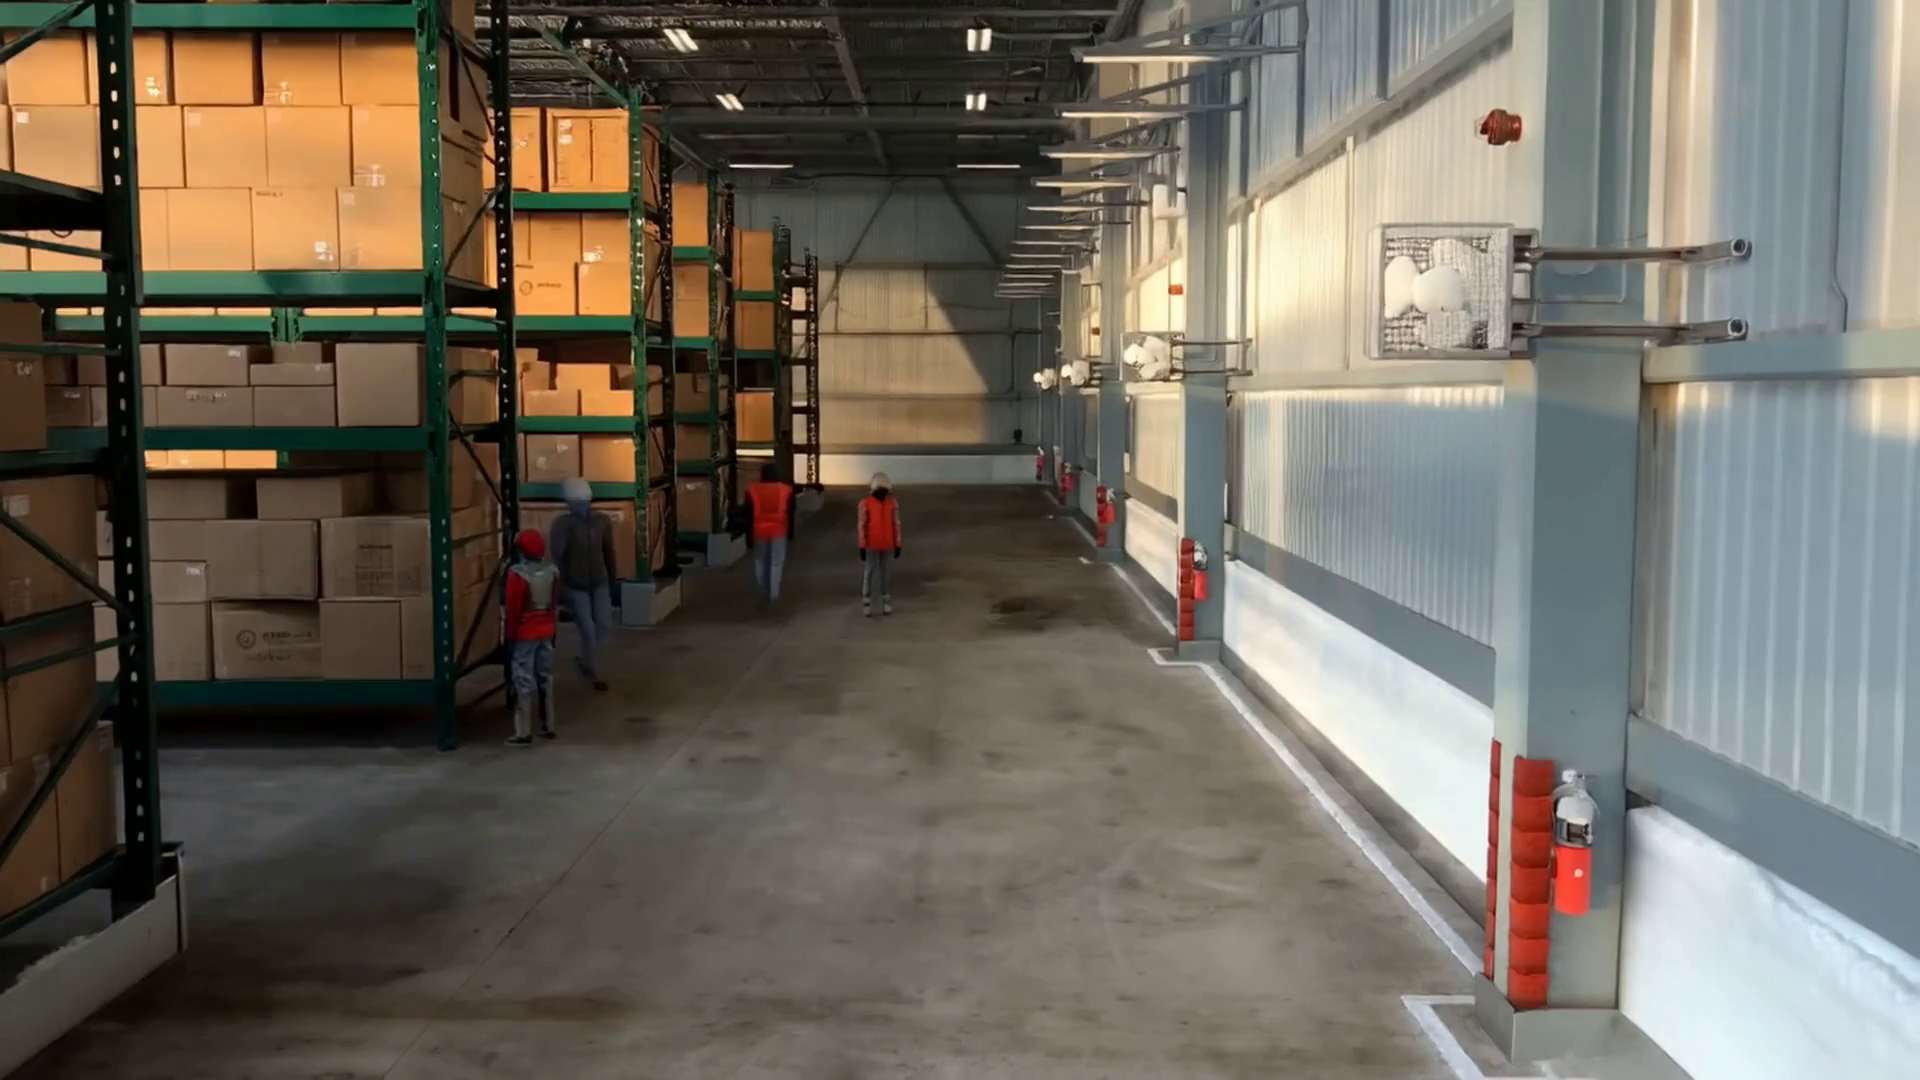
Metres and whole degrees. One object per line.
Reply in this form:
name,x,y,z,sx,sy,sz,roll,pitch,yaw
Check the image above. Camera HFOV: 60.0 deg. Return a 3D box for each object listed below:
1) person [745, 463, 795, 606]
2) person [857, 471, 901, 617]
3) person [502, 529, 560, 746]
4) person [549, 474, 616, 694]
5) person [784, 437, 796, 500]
person,-2.408,-0.077,21.078,0.618,1.796,0.967,0,5,-3
person,-0.952,0.050,19.859,0.566,1.744,0.350,-3,6,-32
person,-3.228,0.733,12.581,0.312,1.632,0.525,3,6,32
person,-3.344,0.388,14.711,0.636,1.957,0.537,-4,6,-40
person,-3.920,-1.481,37.772,0.311,1.735,0.484,1,5,11
